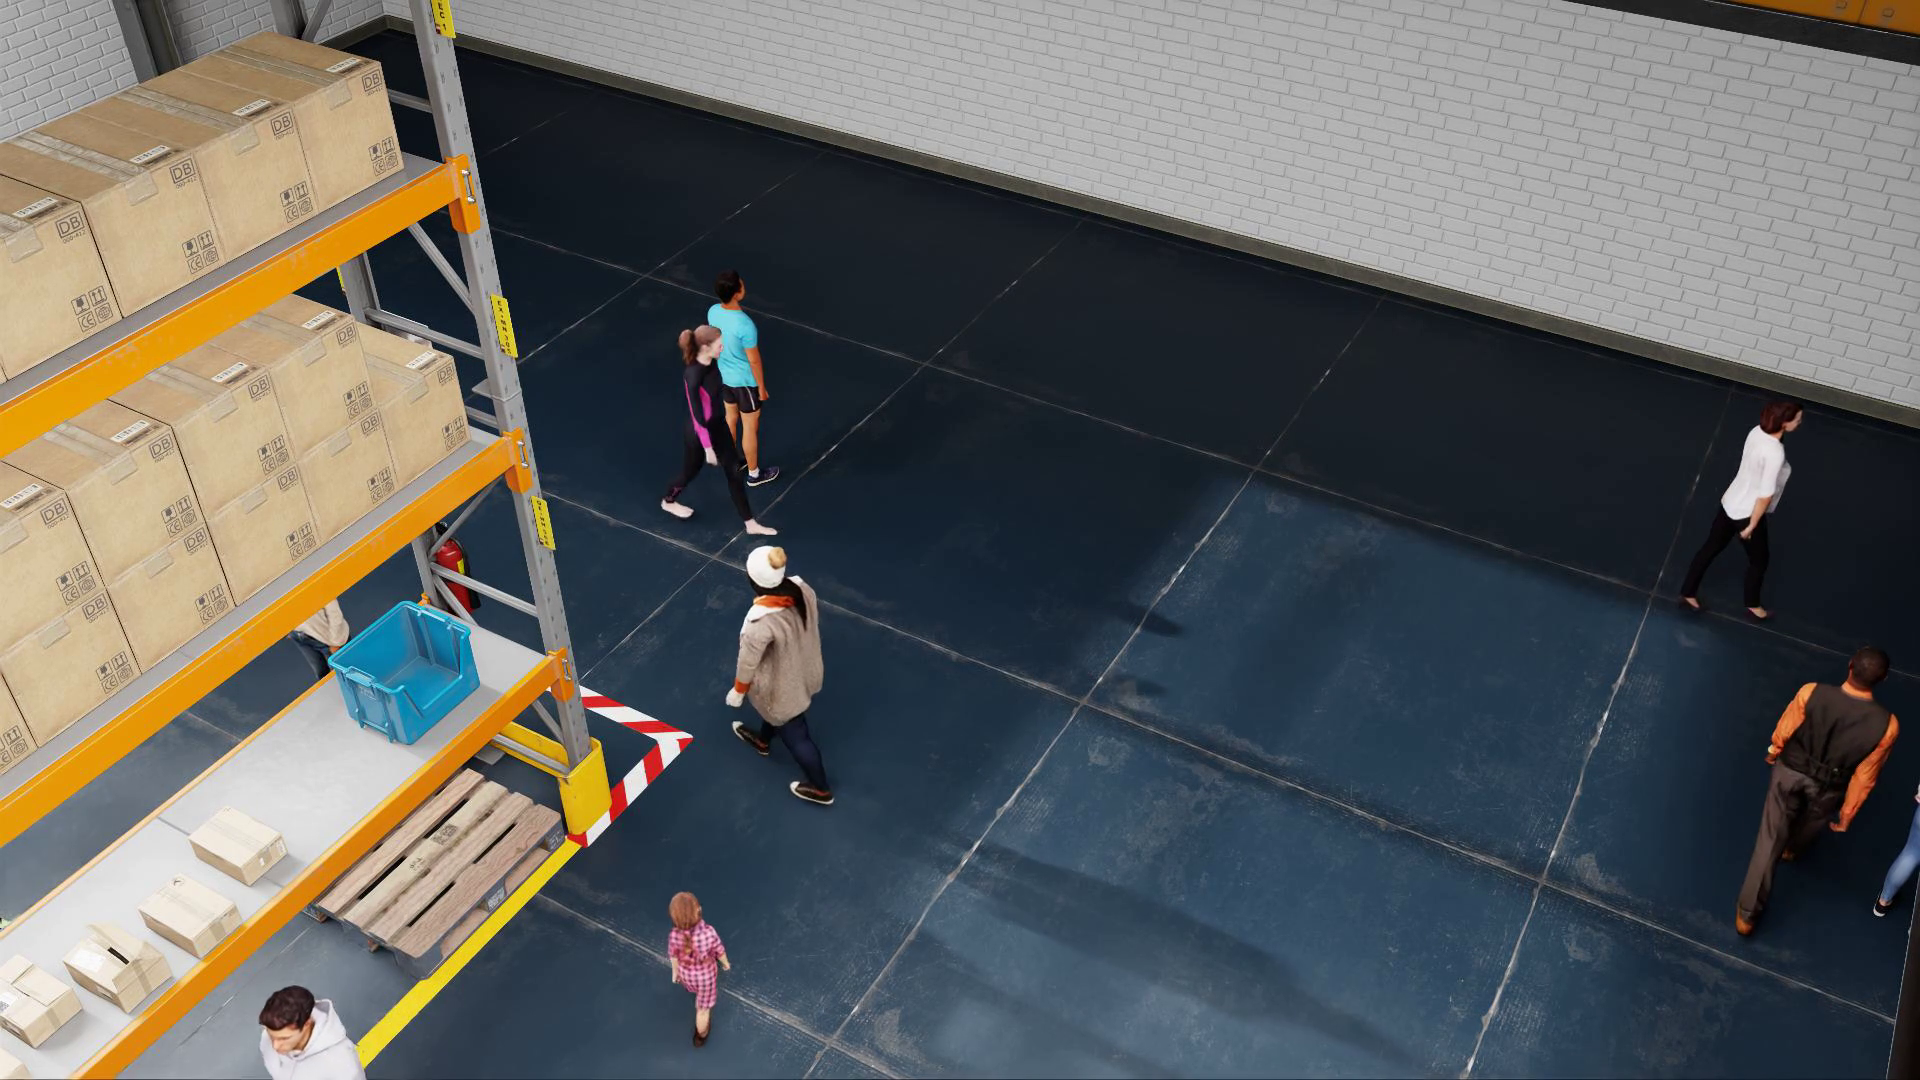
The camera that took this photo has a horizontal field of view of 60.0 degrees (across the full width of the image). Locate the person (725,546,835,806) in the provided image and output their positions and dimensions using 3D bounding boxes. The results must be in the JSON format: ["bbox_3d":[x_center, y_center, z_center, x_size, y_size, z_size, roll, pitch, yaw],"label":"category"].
[{"bbox_3d":[-0.954,0.824,9.714,0.775,1.852,1.010,18,42,21],"label":"person"}]

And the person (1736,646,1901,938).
[{"bbox_3d":[4.572,1.385,9.004,0.696,1.860,1.225,20,43,24],"label":"person"}]

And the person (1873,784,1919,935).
[{"bbox_3d":[5.389,1.498,8.997,0.681,1.692,0.695,-25,45,-28],"label":"person"}]

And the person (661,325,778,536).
[{"bbox_3d":[-1.892,-0.754,11.816,0.798,1.695,1.133,11,40,14],"label":"person"}]

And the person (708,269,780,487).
[{"bbox_3d":[-1.641,-1.194,12.302,0.654,1.776,0.570,28,46,30],"label":"person"}]

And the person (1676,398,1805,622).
[{"bbox_3d":[5.103,-0.188,11.043,0.919,1.775,0.934,0,39,0],"label":"person"}]

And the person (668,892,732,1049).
[{"bbox_3d":[-1.369,2.254,8.606,0.628,0.999,0.789,3,39,3],"label":"person"}]

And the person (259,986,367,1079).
[{"bbox_3d":[-2.731,2.548,7.526,0.749,1.889,1.244,15,41,18],"label":"person"}]
